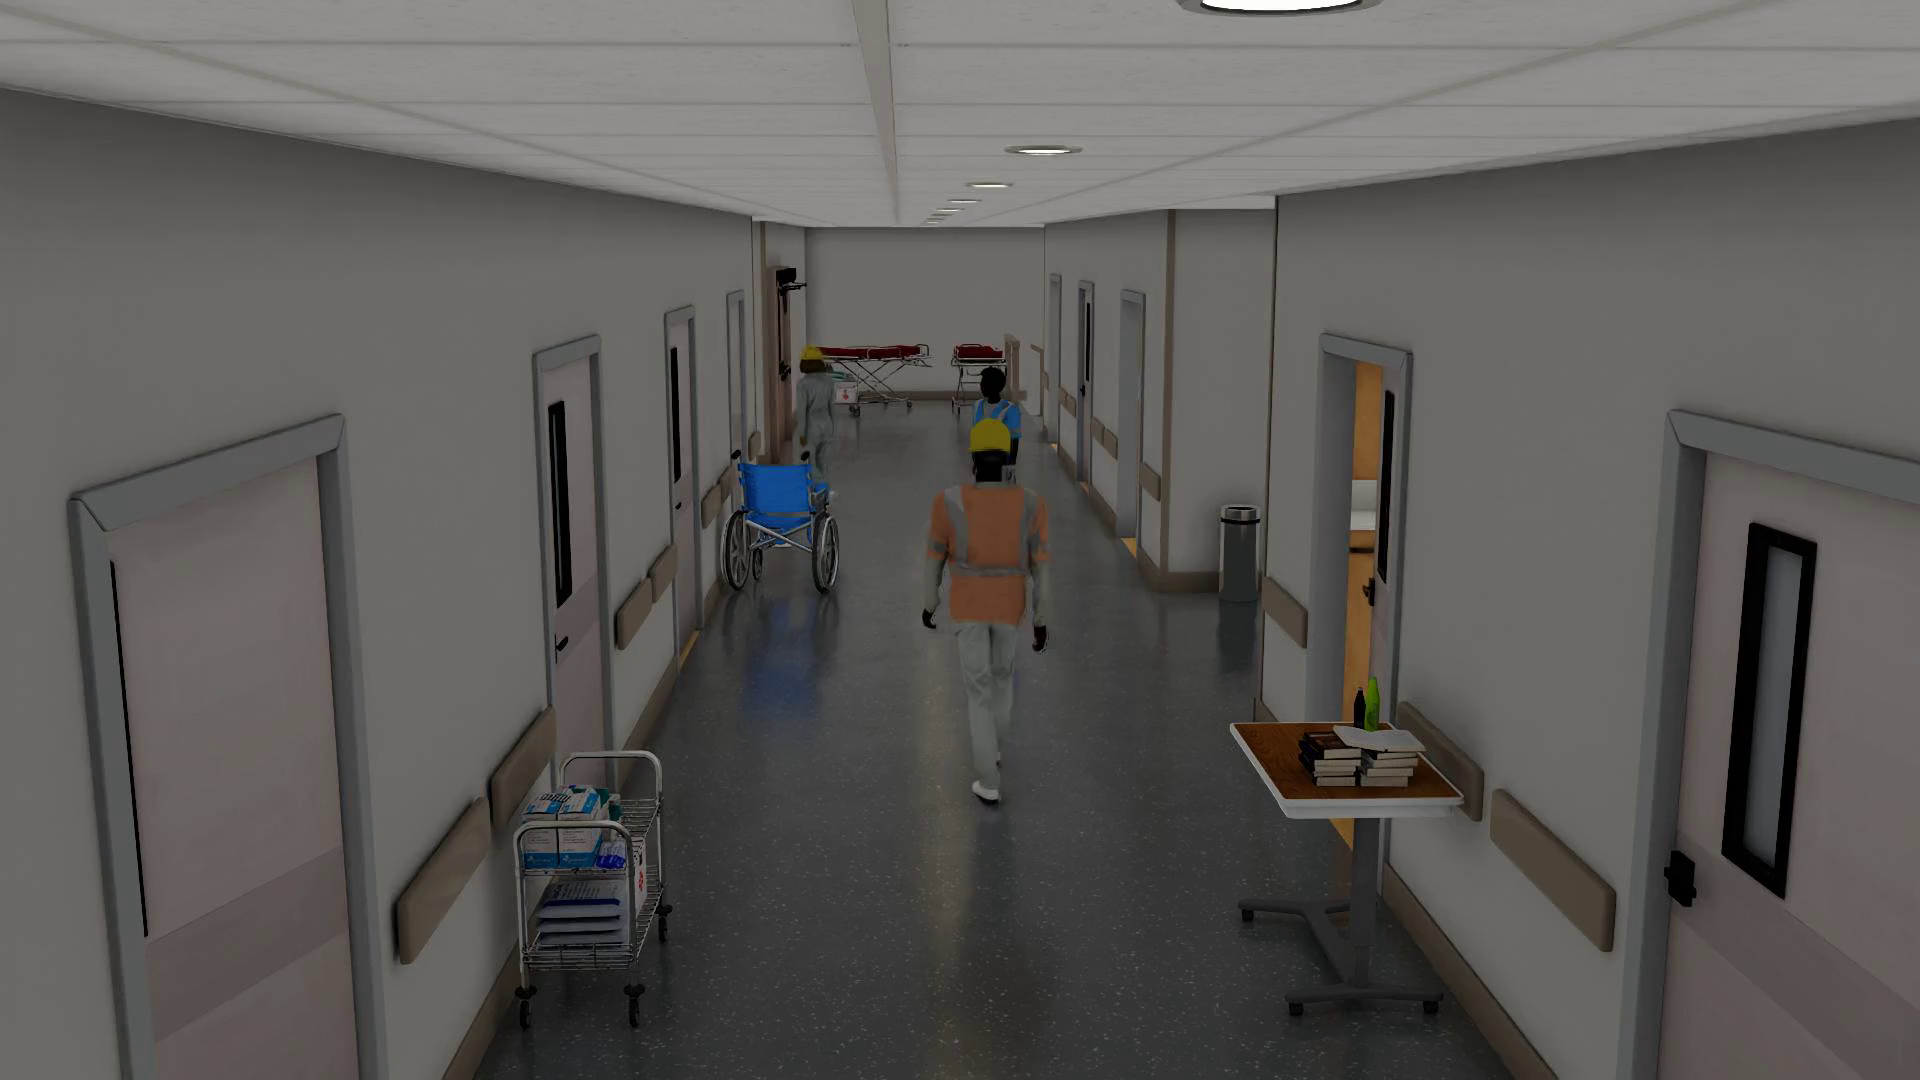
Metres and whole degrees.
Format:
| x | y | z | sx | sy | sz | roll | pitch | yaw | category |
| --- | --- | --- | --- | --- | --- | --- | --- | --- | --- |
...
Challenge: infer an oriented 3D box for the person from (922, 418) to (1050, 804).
| x | y | z | sx | sy | sz | roll | pitch | yaw | category |
| --- | --- | --- | --- | --- | --- | --- | --- | --- | --- |
| 0.112 | 0.322 | 8.486 | 0.596 | 1.884 | 0.948 | -2 | 10 | -13 | person |

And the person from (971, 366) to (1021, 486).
| x | y | z | sx | sy | sz | roll | pitch | yaw | category |
| --- | --- | --- | --- | --- | --- | --- | --- | --- | --- |
| 0.302 | -0.676 | 14.576 | 0.536 | 1.699 | 0.322 | 9 | 14 | 42 | person |

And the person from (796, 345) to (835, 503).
| x | y | z | sx | sy | sz | roll | pitch | yaw | category |
| --- | --- | --- | --- | --- | --- | --- | --- | --- | --- |
| -1.435 | -1.115 | 16.937 | 0.492 | 1.731 | 0.491 | -9 | 14 | -42 | person |
